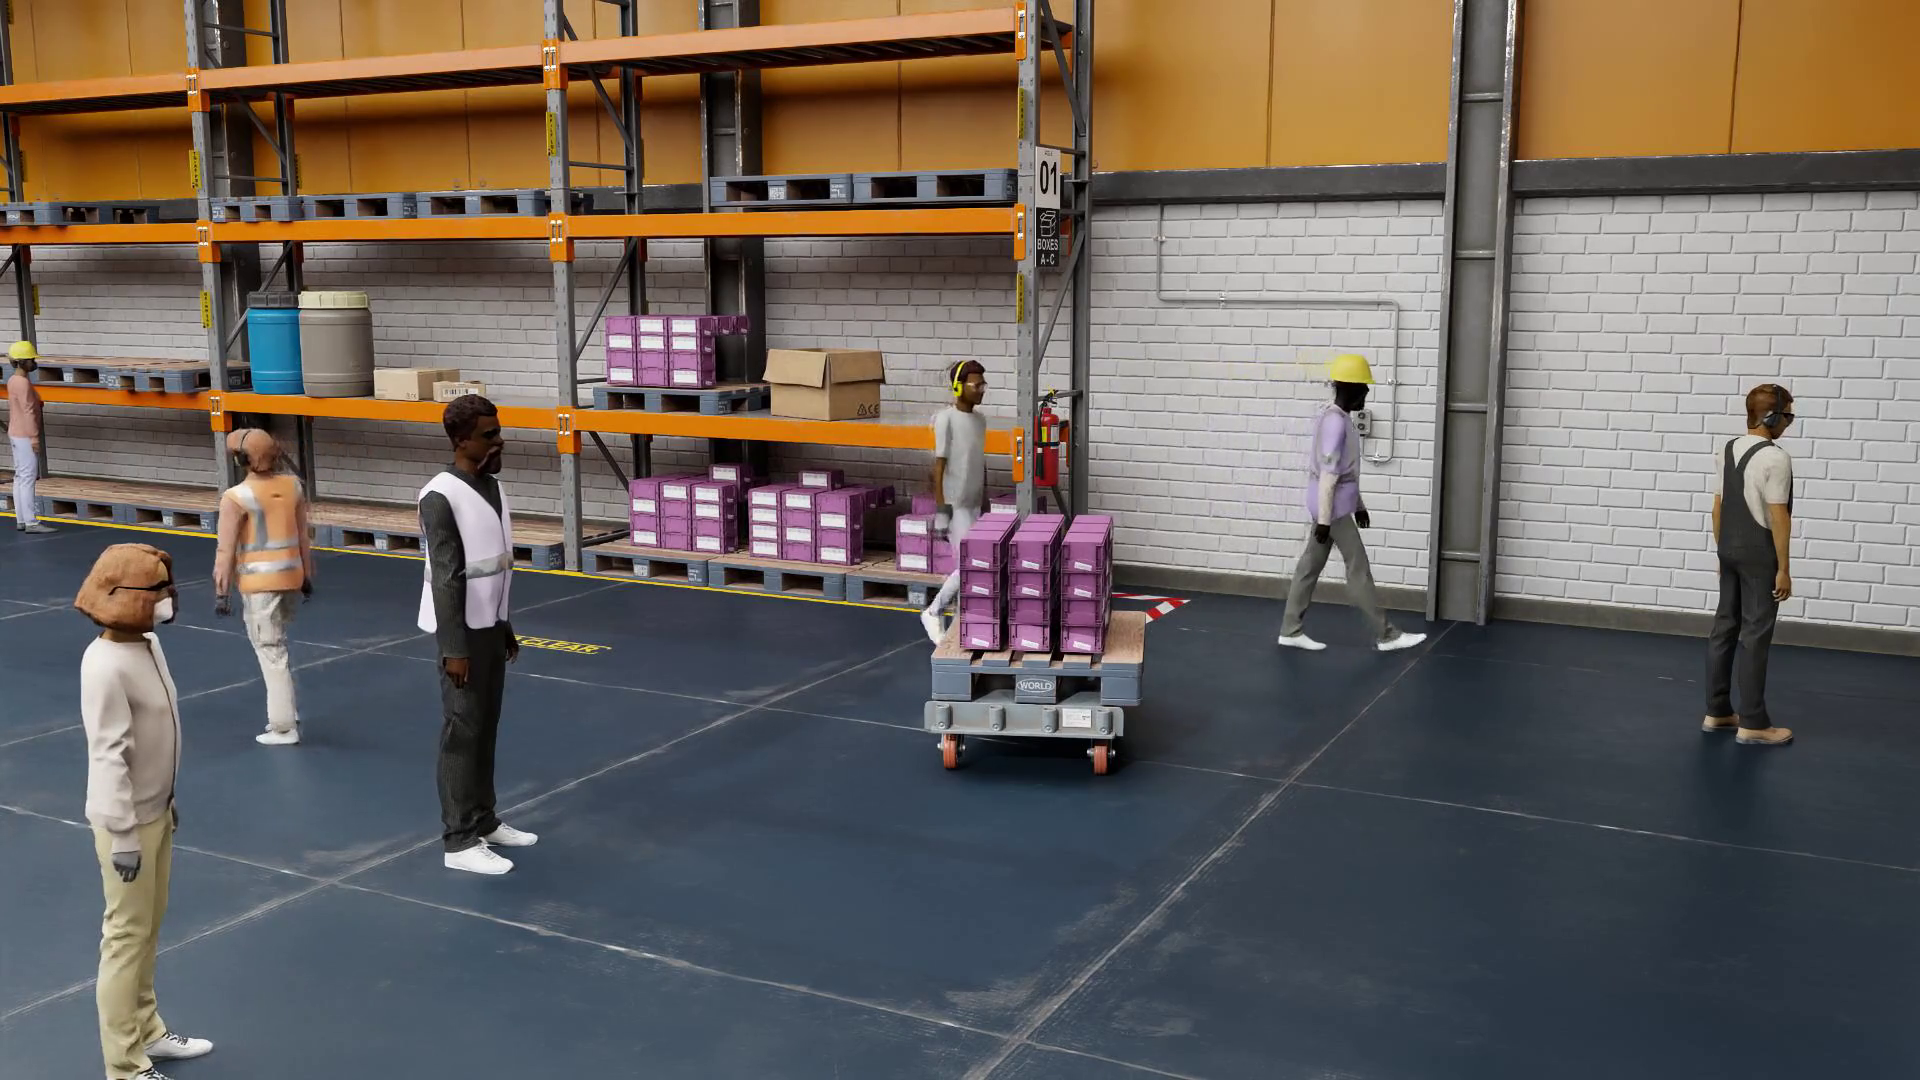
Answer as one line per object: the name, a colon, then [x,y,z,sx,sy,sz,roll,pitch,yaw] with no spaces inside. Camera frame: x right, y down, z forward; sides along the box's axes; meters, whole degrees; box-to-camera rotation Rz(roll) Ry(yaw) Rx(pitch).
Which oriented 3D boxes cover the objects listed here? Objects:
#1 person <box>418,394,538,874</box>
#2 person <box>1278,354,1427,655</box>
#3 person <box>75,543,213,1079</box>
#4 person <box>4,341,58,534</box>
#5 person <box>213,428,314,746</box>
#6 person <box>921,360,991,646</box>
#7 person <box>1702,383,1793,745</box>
person: [-1.972,0.370,6.743,0.387,1.920,0.587,1,9,4]
person: [2.462,-0.210,10.388,0.961,1.880,0.604,2,9,11]
person: [-2.399,0.815,4.876,0.271,1.631,0.507,-2,9,-13]
person: [-8.564,-0.940,15.287,0.319,1.769,0.523,-8,12,-40]
person: [-3.545,0.241,8.413,0.457,1.620,0.545,3,10,20]
person: [0.031,-0.199,10.423,0.412,1.860,0.544,6,11,33]
person: [4.064,0.121,8.522,0.345,1.840,0.504,-2,10,-14]
